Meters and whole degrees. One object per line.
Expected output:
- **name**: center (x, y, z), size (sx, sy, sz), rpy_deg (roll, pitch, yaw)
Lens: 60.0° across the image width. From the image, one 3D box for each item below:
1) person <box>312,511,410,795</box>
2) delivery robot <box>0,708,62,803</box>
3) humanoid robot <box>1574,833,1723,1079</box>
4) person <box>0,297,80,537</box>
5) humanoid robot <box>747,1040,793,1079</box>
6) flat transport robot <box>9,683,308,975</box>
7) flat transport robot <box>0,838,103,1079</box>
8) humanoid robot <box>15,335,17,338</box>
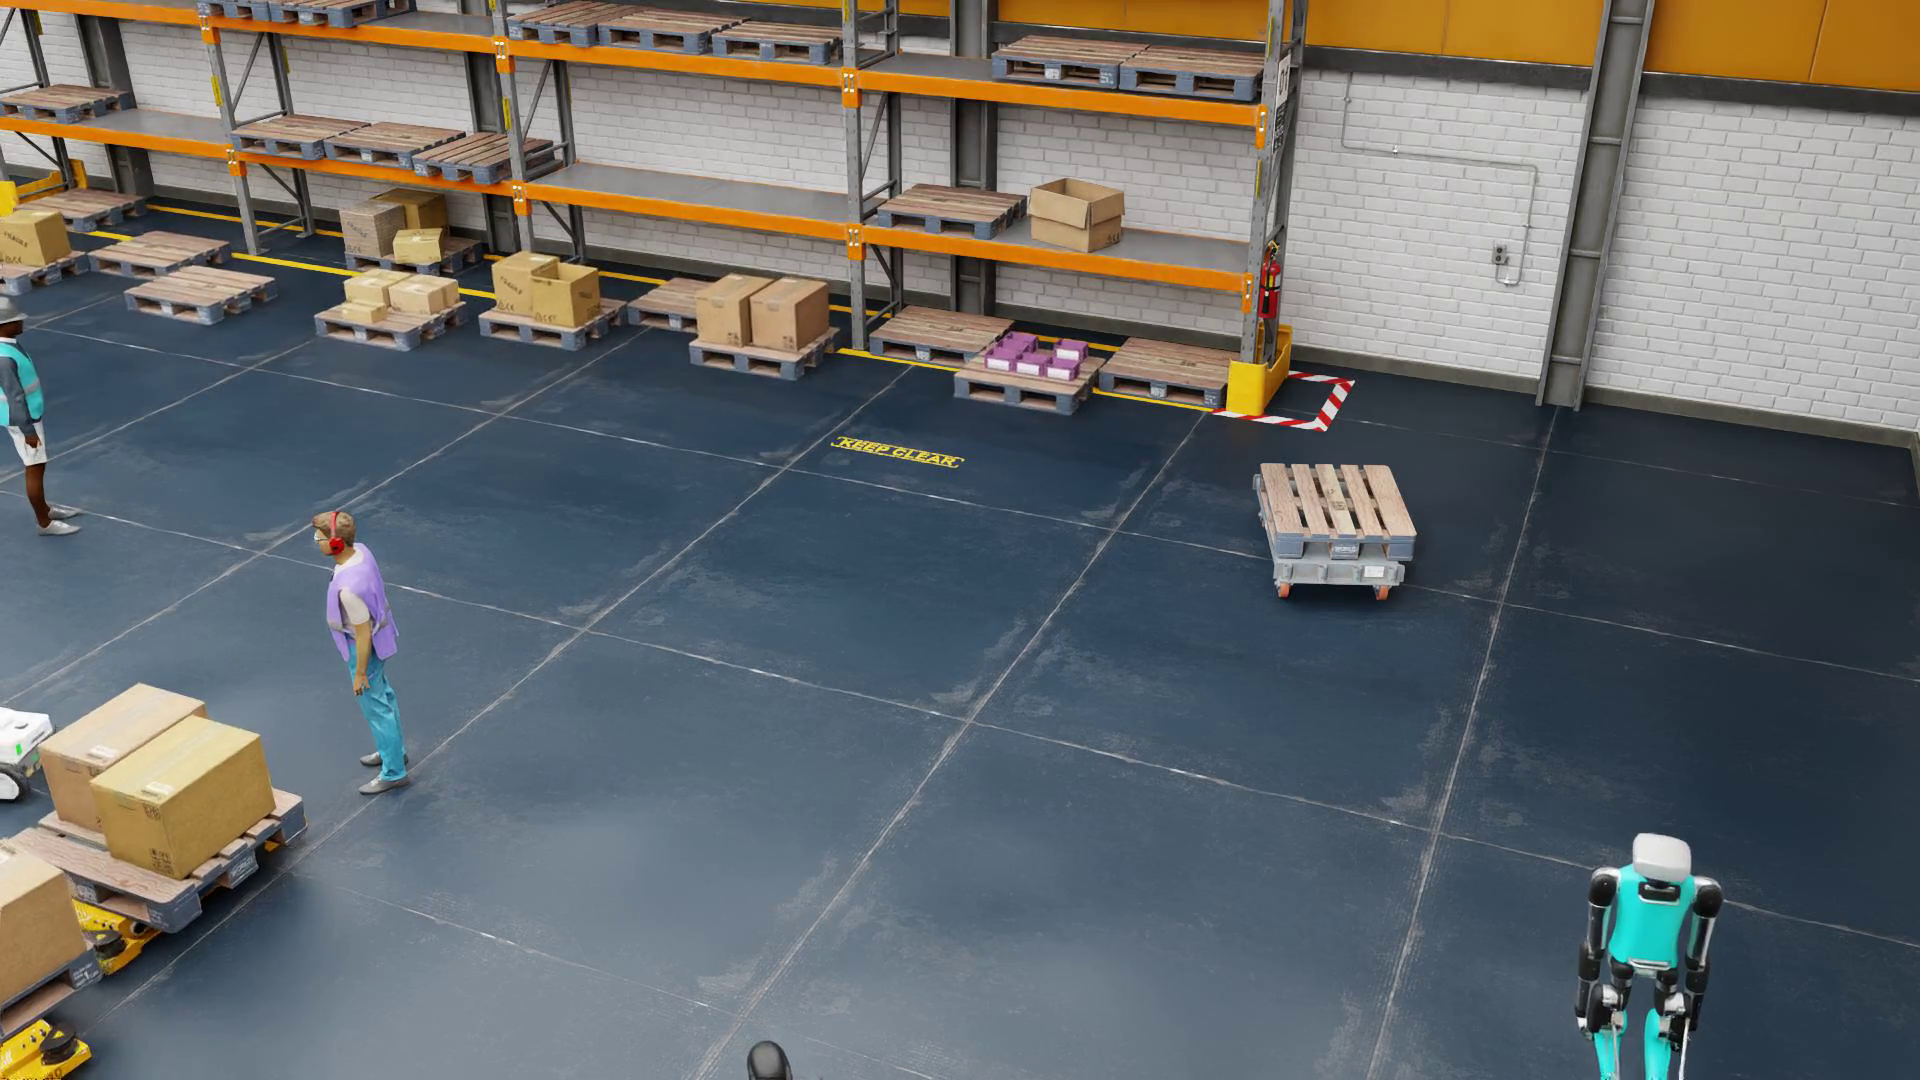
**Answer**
- **person**: center (-3.543, 0.660, 9.930), size (0.375, 1.843, 0.570), rpy_deg (-7, 28, -13)
- **delivery robot**: center (-5.947, 1.243, 10.199), size (0.772, 0.586, 0.499), rpy_deg (5, 28, 9)
- **humanoid robot**: center (2.903, 2.219, 7.126), size (0.550, 1.886, 0.807), rpy_deg (6, 28, 11)
- **person**: center (-7.299, -0.957, 12.966), size (0.428, 1.937, 0.565), rpy_deg (-13, 30, -23)
- **humanoid robot**: center (-0.662, 2.570, 6.417), size (0.589, 1.649, 0.343), rpy_deg (-12, 30, -22)
- **flat transport robot**: center (-4.459, 1.850, 9.344), size (0.659, 0.231, 1.431), rpy_deg (11, 29, 21)
- **flat transport robot**: center (-5.041, 2.427, 8.225), size (1.431, 0.231, 0.659), rpy_deg (16, 31, 28)
- **humanoid robot**: center (-8.867, -1.883, 15.069), size (0.618, 1.637, 0.605), rpy_deg (-5, 28, -9)
